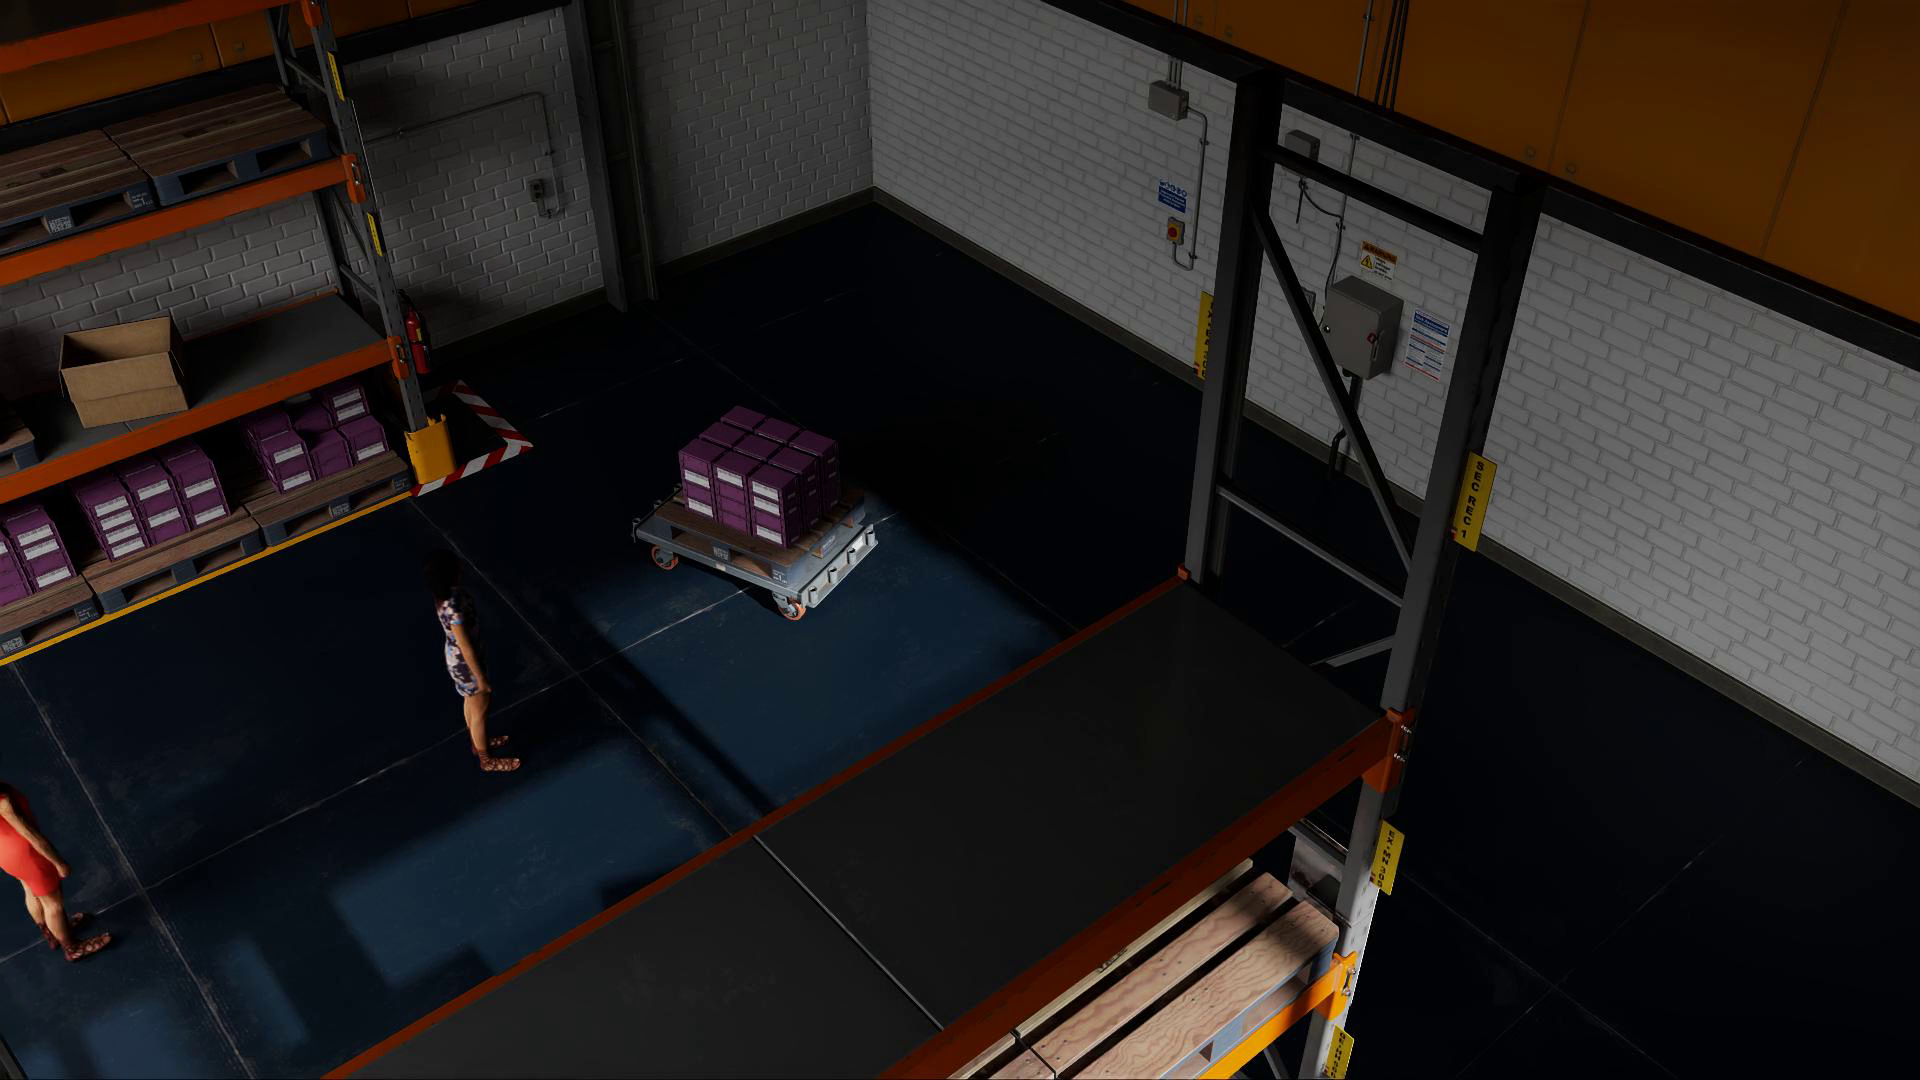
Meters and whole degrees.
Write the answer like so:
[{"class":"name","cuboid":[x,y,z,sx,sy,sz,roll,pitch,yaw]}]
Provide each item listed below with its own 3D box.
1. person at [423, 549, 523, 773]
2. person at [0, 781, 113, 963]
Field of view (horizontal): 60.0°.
[{"class":"person","cuboid":[-3.110,0.755,10.492,0.624,1.733,0.655,-14,41,-17]},{"class":"person","cuboid":[-5.226,1.744,9.270,0.685,1.714,0.681,22,44,25]}]
